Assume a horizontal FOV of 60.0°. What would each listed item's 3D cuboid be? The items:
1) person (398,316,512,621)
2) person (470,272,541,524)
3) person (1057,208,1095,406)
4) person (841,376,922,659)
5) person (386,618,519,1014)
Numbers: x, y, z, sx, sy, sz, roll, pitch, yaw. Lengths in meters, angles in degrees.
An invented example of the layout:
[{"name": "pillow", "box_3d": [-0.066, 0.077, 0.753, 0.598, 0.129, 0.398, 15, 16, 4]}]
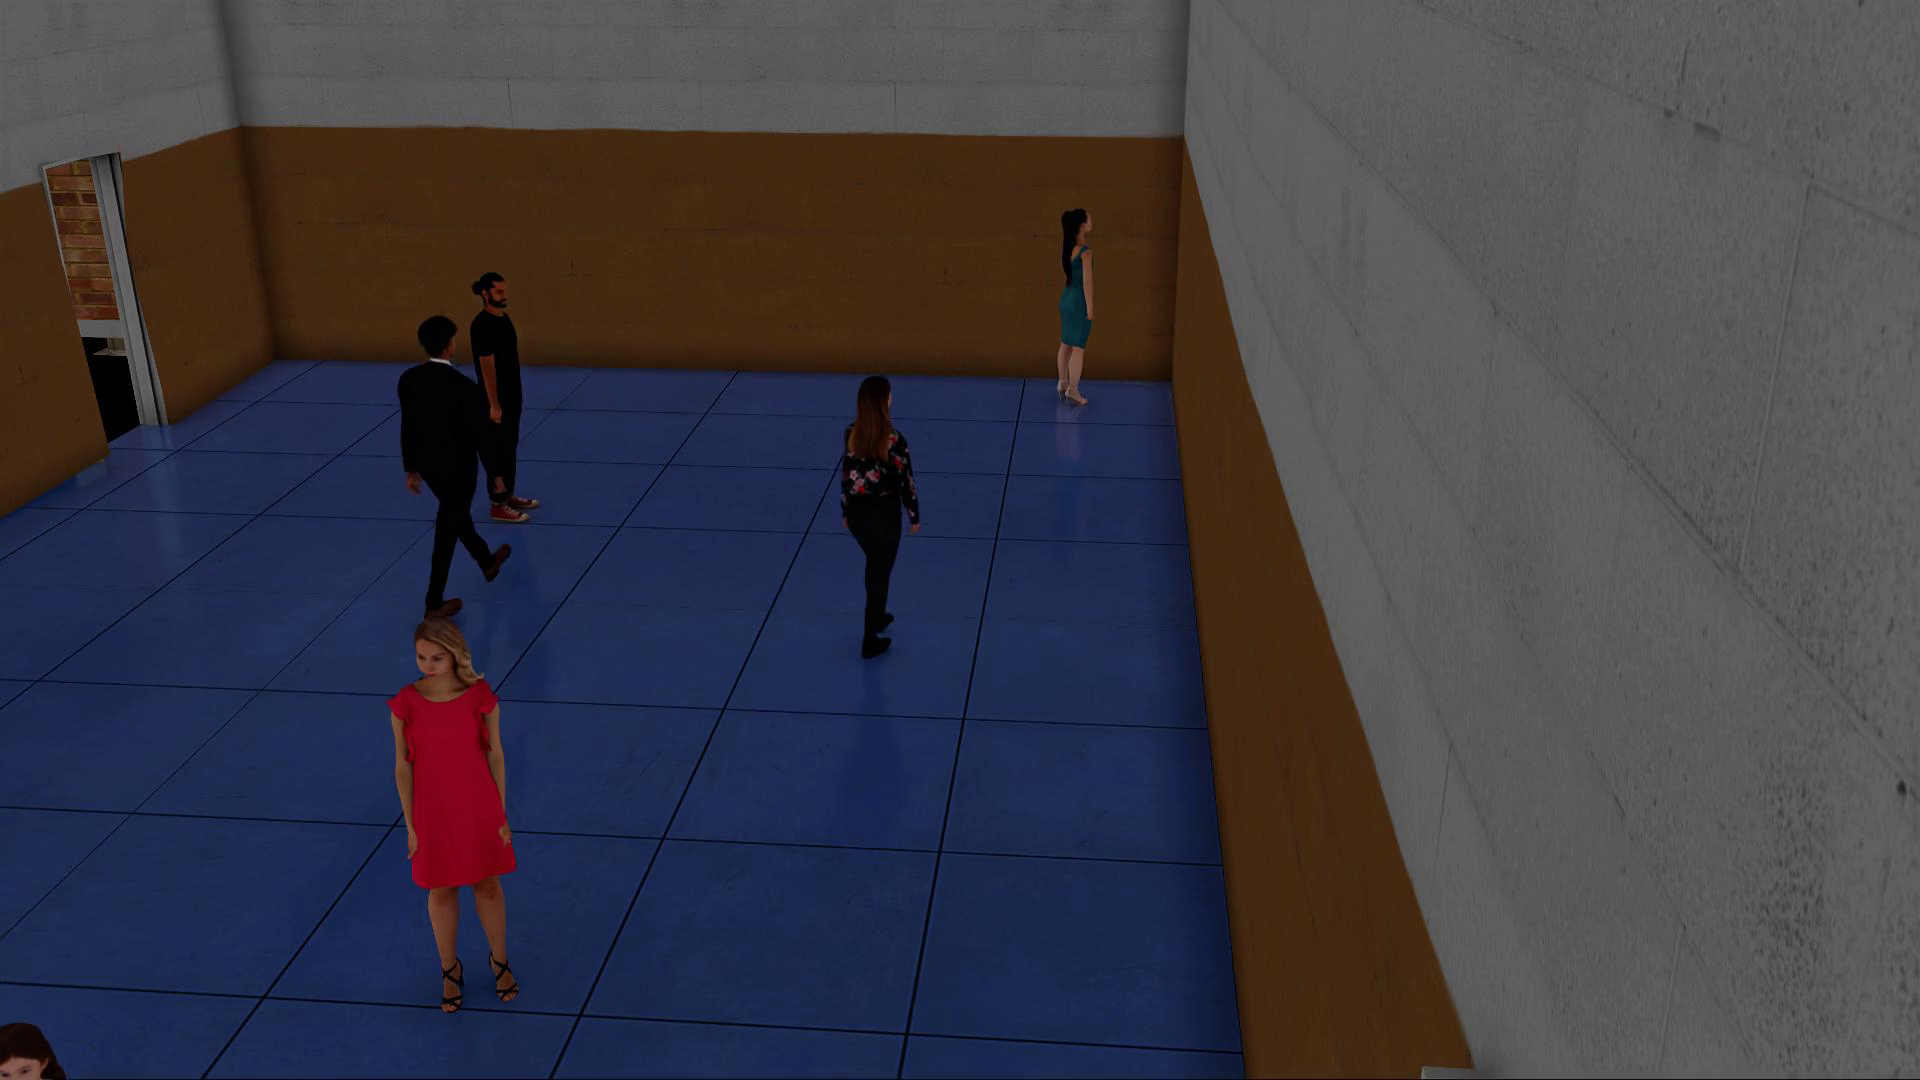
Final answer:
[{"name": "person", "box_3d": [-3.146, -0.378, 10.022, 1.191, 1.834, 1.012, 8, 23, 19]}, {"name": "person", "box_3d": [-3.235, -1.009, 11.696, 0.543, 1.756, 0.629, 0, 22, 0]}, {"name": "person", "box_3d": [0.988, -1.999, 14.255, 0.623, 1.686, 0.603, -11, 24, -25]}, {"name": "person", "box_3d": [-0.529, -0.104, 9.562, 0.779, 1.668, 0.813, 13, 25, 29]}, {"name": "person", "box_3d": [-1.980, 1.073, 6.553, 0.592, 1.727, 0.704, -7, 23, -16]}]
